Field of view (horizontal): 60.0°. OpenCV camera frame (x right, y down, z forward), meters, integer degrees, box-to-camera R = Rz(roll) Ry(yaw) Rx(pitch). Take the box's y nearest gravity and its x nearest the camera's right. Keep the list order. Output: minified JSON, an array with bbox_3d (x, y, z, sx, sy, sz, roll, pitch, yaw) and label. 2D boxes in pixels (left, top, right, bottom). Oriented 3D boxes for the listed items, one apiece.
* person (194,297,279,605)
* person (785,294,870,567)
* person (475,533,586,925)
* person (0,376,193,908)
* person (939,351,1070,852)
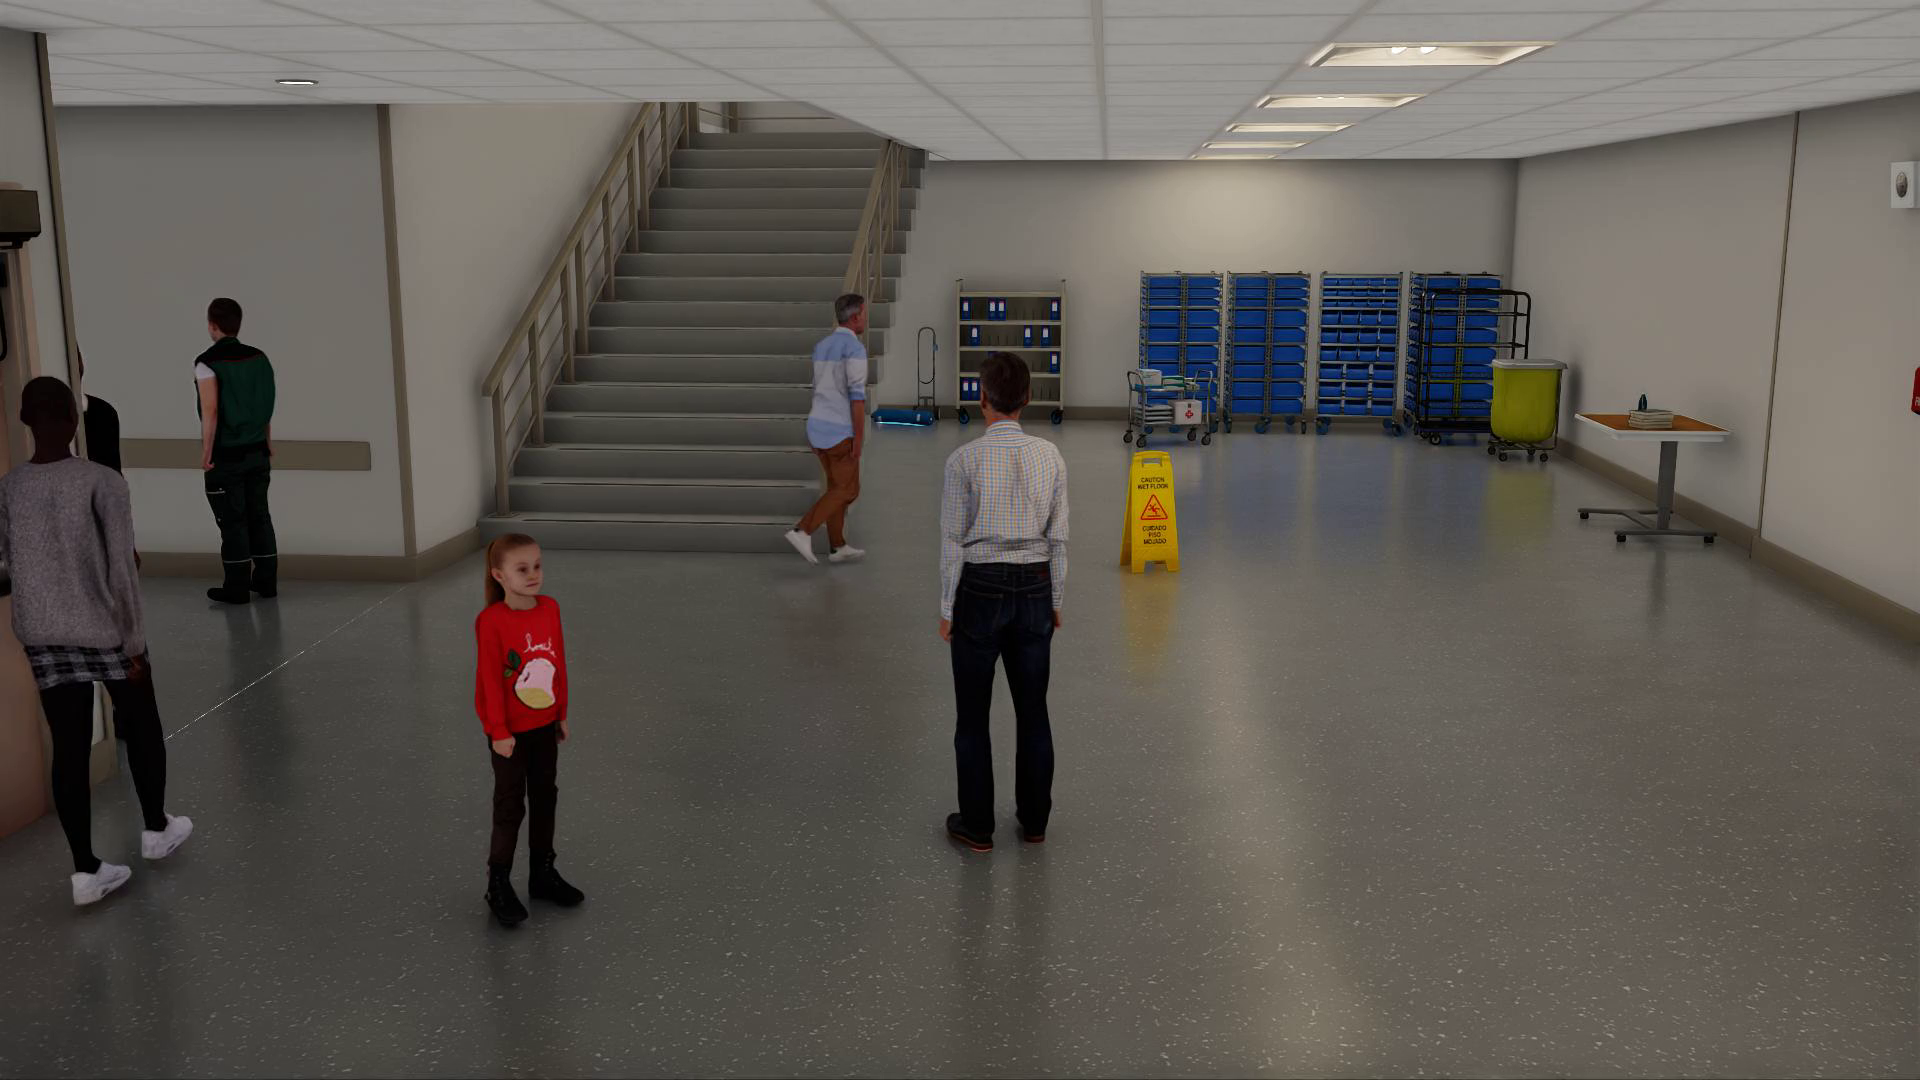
[{"bbox_3d":[-4.370,-0.543,10.038,0.786,1.840,0.665,6,12,27],"label":"person"},{"bbox_3d":[-0.885,-0.703,11.005,1.070,1.792,1.023,-7,13,-33],"label":"person"},{"bbox_3d":[-1.450,0.604,5.495,0.624,1.280,0.540,7,13,32],"label":"person"},{"bbox_3d":[-2.972,0.360,5.518,0.725,1.750,0.933,0,11,-2],"label":"person"},{"bbox_3d":[0.156,0.217,6.092,0.720,1.817,0.699,-4,11,-19],"label":"person"}]
